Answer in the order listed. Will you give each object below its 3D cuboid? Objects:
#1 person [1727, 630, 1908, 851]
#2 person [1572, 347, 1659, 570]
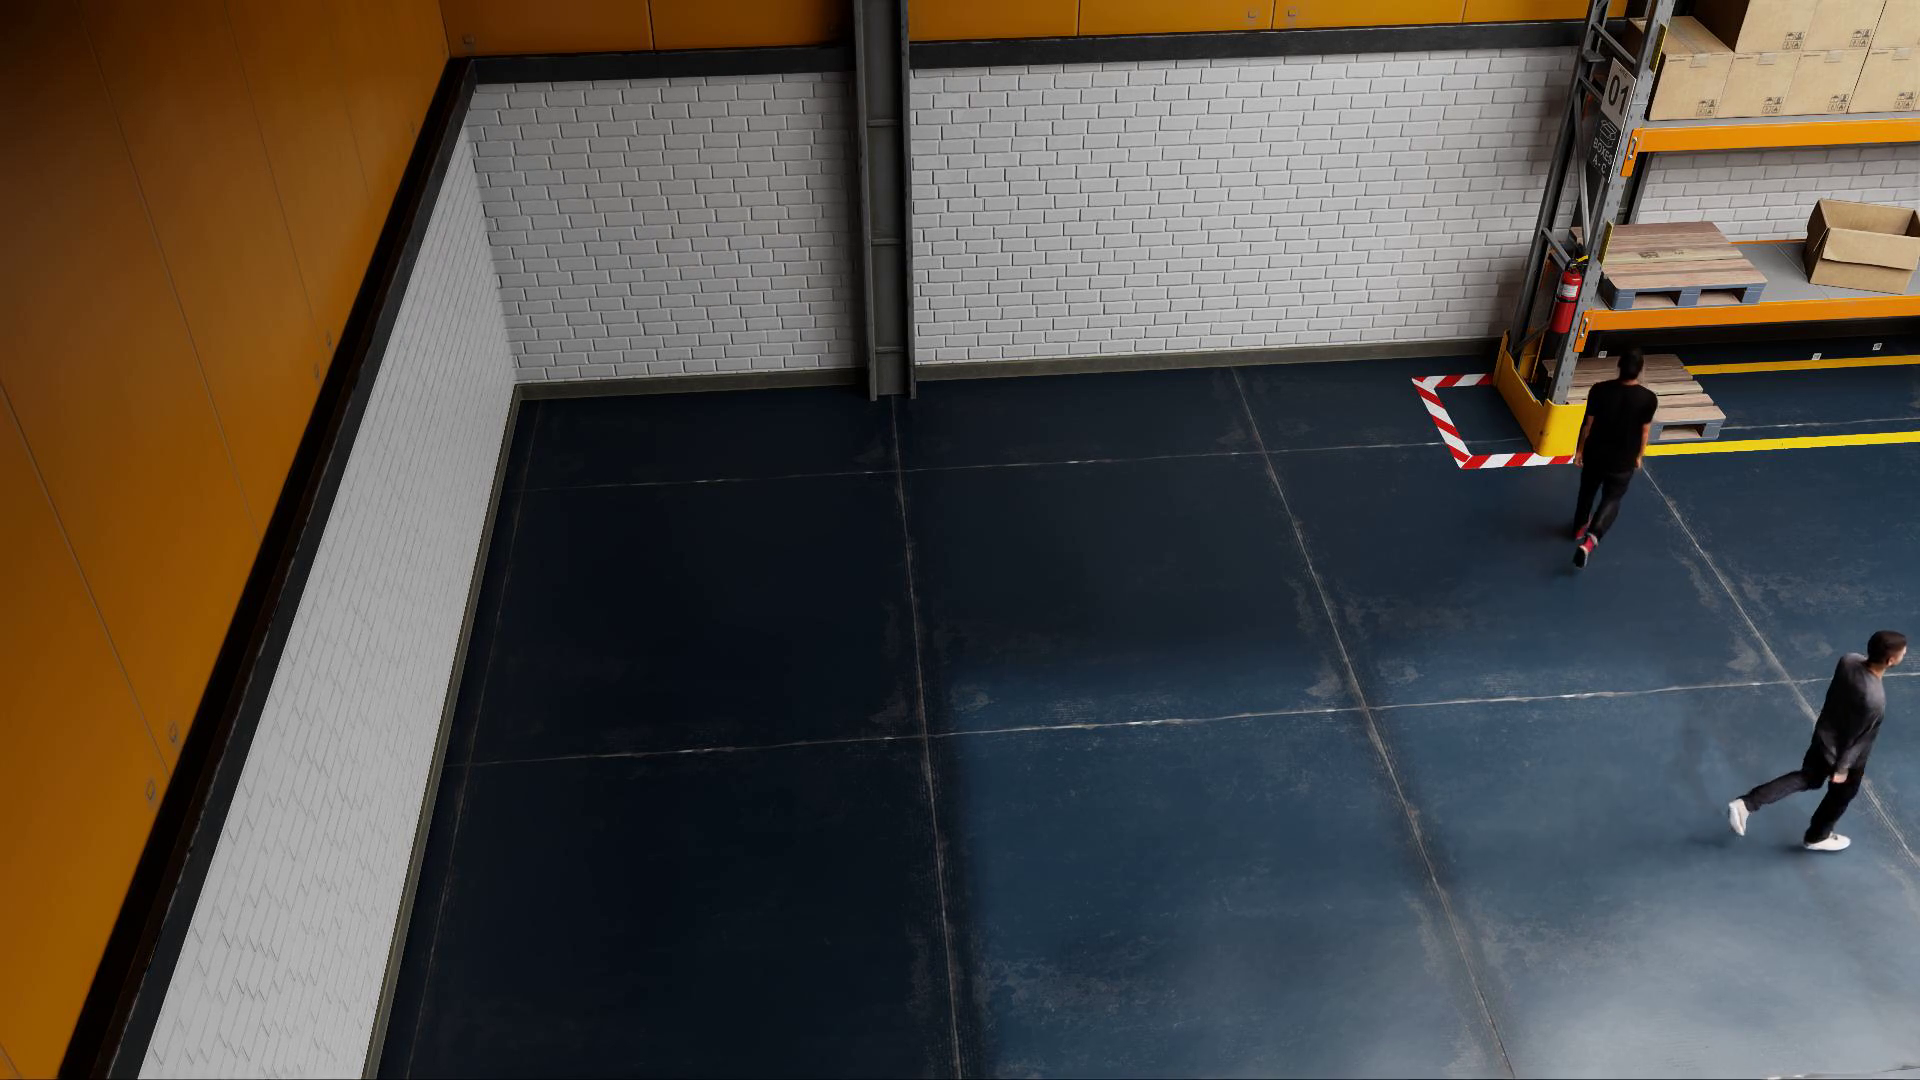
[{"bbox_3d":[5.095,1.221,9.797,1.030,1.740,0.664,0,39,0],"label":"person"},{"bbox_3d":[4.702,-0.583,12.057,1.059,1.740,1.045,19,42,22],"label":"person"}]
